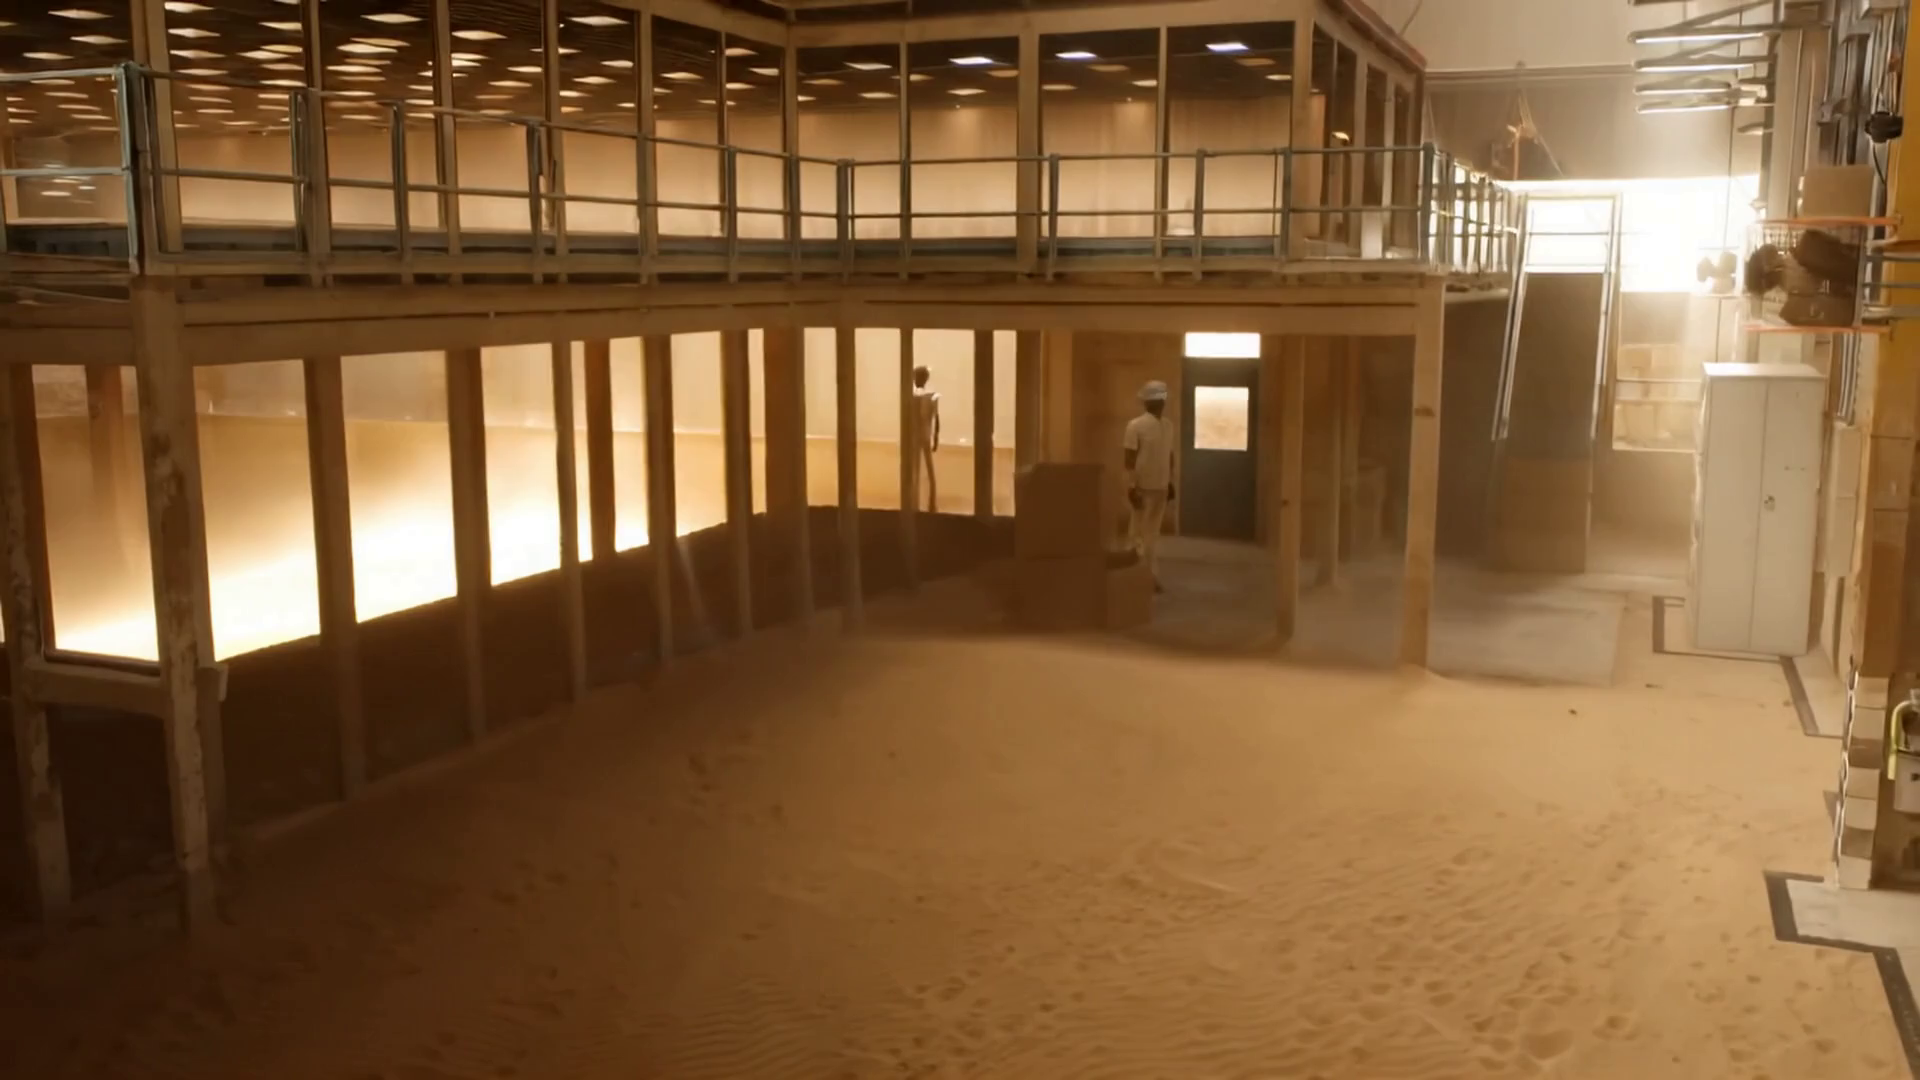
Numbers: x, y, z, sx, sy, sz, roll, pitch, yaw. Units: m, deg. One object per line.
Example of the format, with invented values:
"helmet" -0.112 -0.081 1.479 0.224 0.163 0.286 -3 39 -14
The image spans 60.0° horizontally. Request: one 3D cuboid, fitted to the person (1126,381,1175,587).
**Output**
"person" 1.861 -0.547 16.163 0.625 1.992 0.388 -8 12 -41
